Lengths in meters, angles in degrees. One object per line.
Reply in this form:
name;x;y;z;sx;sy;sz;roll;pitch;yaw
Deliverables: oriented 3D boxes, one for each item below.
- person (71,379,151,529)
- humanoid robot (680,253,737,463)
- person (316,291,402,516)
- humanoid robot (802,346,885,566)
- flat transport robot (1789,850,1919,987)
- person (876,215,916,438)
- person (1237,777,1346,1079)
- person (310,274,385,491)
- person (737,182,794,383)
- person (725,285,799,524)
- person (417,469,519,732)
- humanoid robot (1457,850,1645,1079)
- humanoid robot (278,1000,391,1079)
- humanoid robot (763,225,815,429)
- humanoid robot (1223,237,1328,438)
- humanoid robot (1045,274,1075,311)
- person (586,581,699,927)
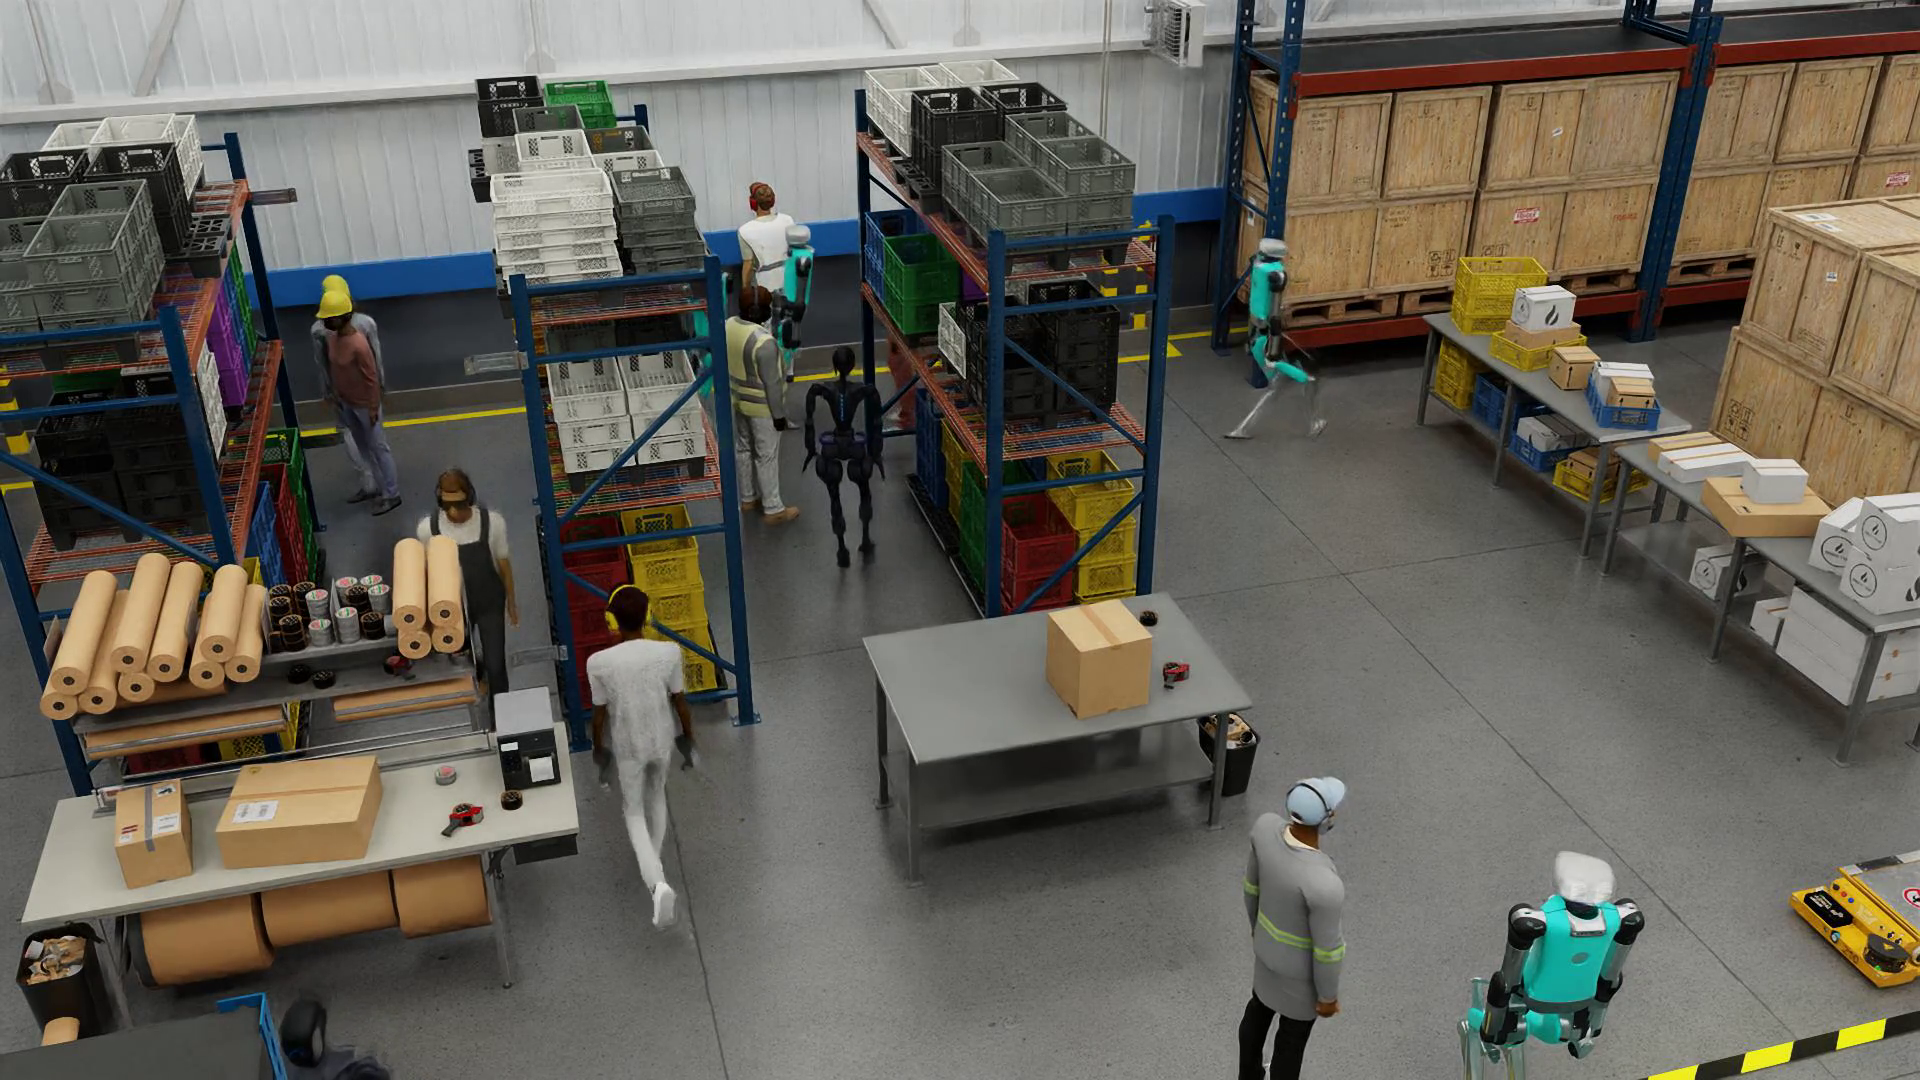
person;-6.223;-1.006;12.167;0.607;2.040;0.395;-3;29;-5
humanoid robot;-2.119;-1.445;13.278;0.829;1.790;0.556;20;34;32
person;-4.528;-1.030;12.479;0.526;1.767;0.329;24;37;36
humanoid robot;-0.834;-0.604;11.794;0.592;1.657;0.335;0;29;-1
flat transport robot;5.163;1.916;8.676;1.431;0.231;0.659;-8;30;-14
person;-0.470;-1.781;13.721;0.424;1.903;0.639;-4;29;-8
person;1.460;1.797;7.247;0.360;1.852;0.596;-13;31;-22
person;-4.678;-1.203;12.840;0.491;1.726;0.662;-18;33;-29
person;-1.671;-2.208;14.540;0.563;1.845;0.390;-25;37;-37
person;-1.491;-1.010;12.372;0.430;1.839;0.618;-22;36;-34
person;-2.885;0.373;9.868;0.506;1.830;0.621;-6;29;-11
humanoid robot;2.401;1.898;7.048;0.533;1.673;0.735;-2;29;-4
humanoid robot;-2.383;2.388;6.346;0.586;1.646;0.359;-6;29;-10
humanoid robot;-1.545;-1.671;13.771;0.760;1.855;0.559;-7;29;-12
humanoid robot;2.717;-1.620;13.627;0.984;1.788;0.532;-7;29;-12
humanoid robot;0.731;-1.657;13.725;0.609;1.634;0.554;-19;34;-31
person;-1.614;1.109;8.529;0.539;1.834;0.776;-12;31;-21
